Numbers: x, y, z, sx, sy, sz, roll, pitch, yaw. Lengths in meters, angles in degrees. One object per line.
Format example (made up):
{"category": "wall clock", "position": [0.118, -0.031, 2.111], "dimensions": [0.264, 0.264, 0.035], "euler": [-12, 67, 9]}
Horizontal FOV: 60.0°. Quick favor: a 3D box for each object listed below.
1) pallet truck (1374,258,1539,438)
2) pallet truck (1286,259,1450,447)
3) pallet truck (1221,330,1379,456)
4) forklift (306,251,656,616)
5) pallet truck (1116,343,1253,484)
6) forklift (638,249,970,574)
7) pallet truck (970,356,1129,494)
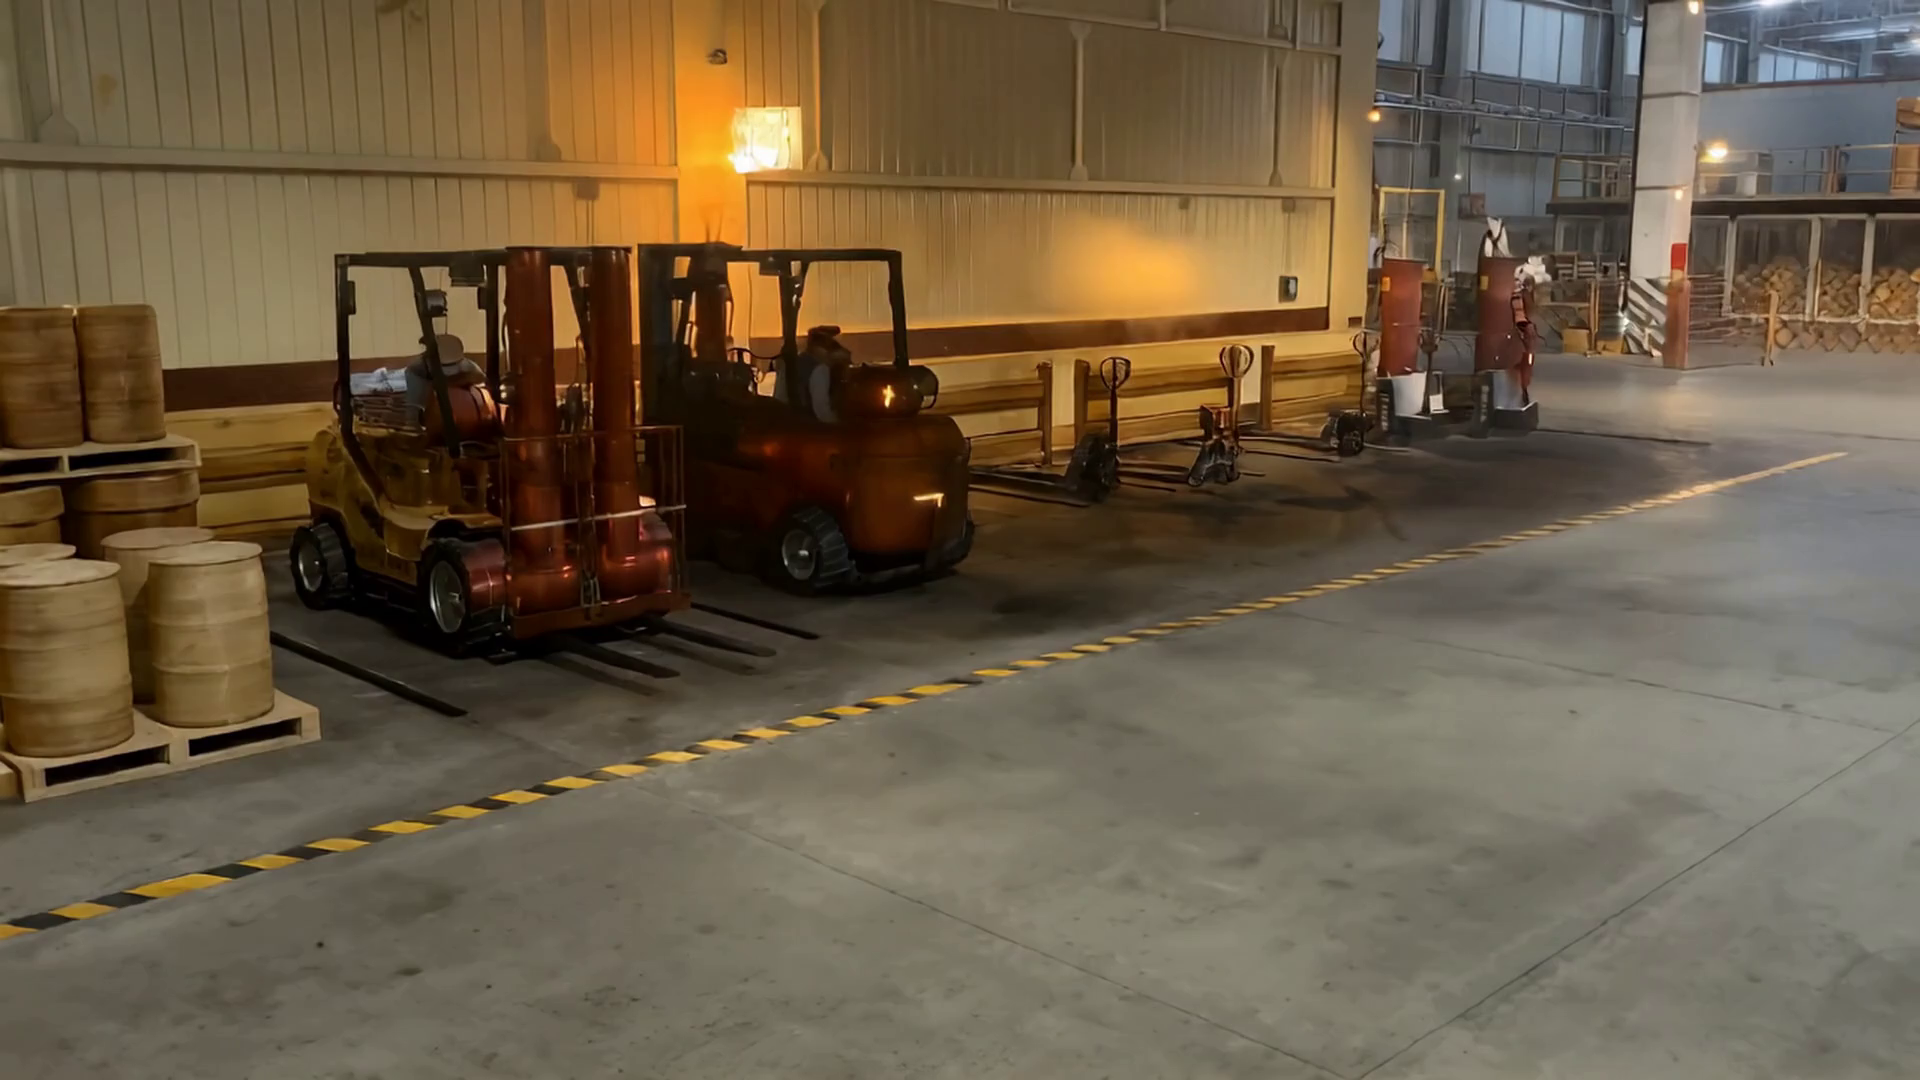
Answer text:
{"category": "pallet truck", "position": [5.704, -2.208, 18.901], "dimensions": [1.885, 1.965, 0.823], "euler": [10, 14, 43]}
{"category": "pallet truck", "position": [4.493, -2.078, 18.196], "dimensions": [0.823, 1.965, 1.885], "euler": [-9, 14, -40]}
{"category": "pallet truck", "position": [3.563, -1.581, 17.381], "dimensions": [0.653, 1.274, 1.630], "euler": [-10, 14, -44]}
{"category": "forklift", "position": [-2.833, -0.669, 9.694], "dimensions": [1.157, 1.987, 2.680], "euler": [-10, 14, -44]}
{"category": "pallet truck", "position": [1.962, -1.215, 15.415], "dimensions": [1.522, 1.261, 0.704], "euler": [10, 14, 43]}
{"category": "forklift", "position": [-1.173, -0.958, 11.239], "dimensions": [2.680, 1.987, 1.157], "euler": [10, 14, 43]}
{"category": "pallet truck", "position": [0.784, -1.085, 14.876], "dimensions": [0.680, 1.201, 1.601], "euler": [-10, 14, -44]}
